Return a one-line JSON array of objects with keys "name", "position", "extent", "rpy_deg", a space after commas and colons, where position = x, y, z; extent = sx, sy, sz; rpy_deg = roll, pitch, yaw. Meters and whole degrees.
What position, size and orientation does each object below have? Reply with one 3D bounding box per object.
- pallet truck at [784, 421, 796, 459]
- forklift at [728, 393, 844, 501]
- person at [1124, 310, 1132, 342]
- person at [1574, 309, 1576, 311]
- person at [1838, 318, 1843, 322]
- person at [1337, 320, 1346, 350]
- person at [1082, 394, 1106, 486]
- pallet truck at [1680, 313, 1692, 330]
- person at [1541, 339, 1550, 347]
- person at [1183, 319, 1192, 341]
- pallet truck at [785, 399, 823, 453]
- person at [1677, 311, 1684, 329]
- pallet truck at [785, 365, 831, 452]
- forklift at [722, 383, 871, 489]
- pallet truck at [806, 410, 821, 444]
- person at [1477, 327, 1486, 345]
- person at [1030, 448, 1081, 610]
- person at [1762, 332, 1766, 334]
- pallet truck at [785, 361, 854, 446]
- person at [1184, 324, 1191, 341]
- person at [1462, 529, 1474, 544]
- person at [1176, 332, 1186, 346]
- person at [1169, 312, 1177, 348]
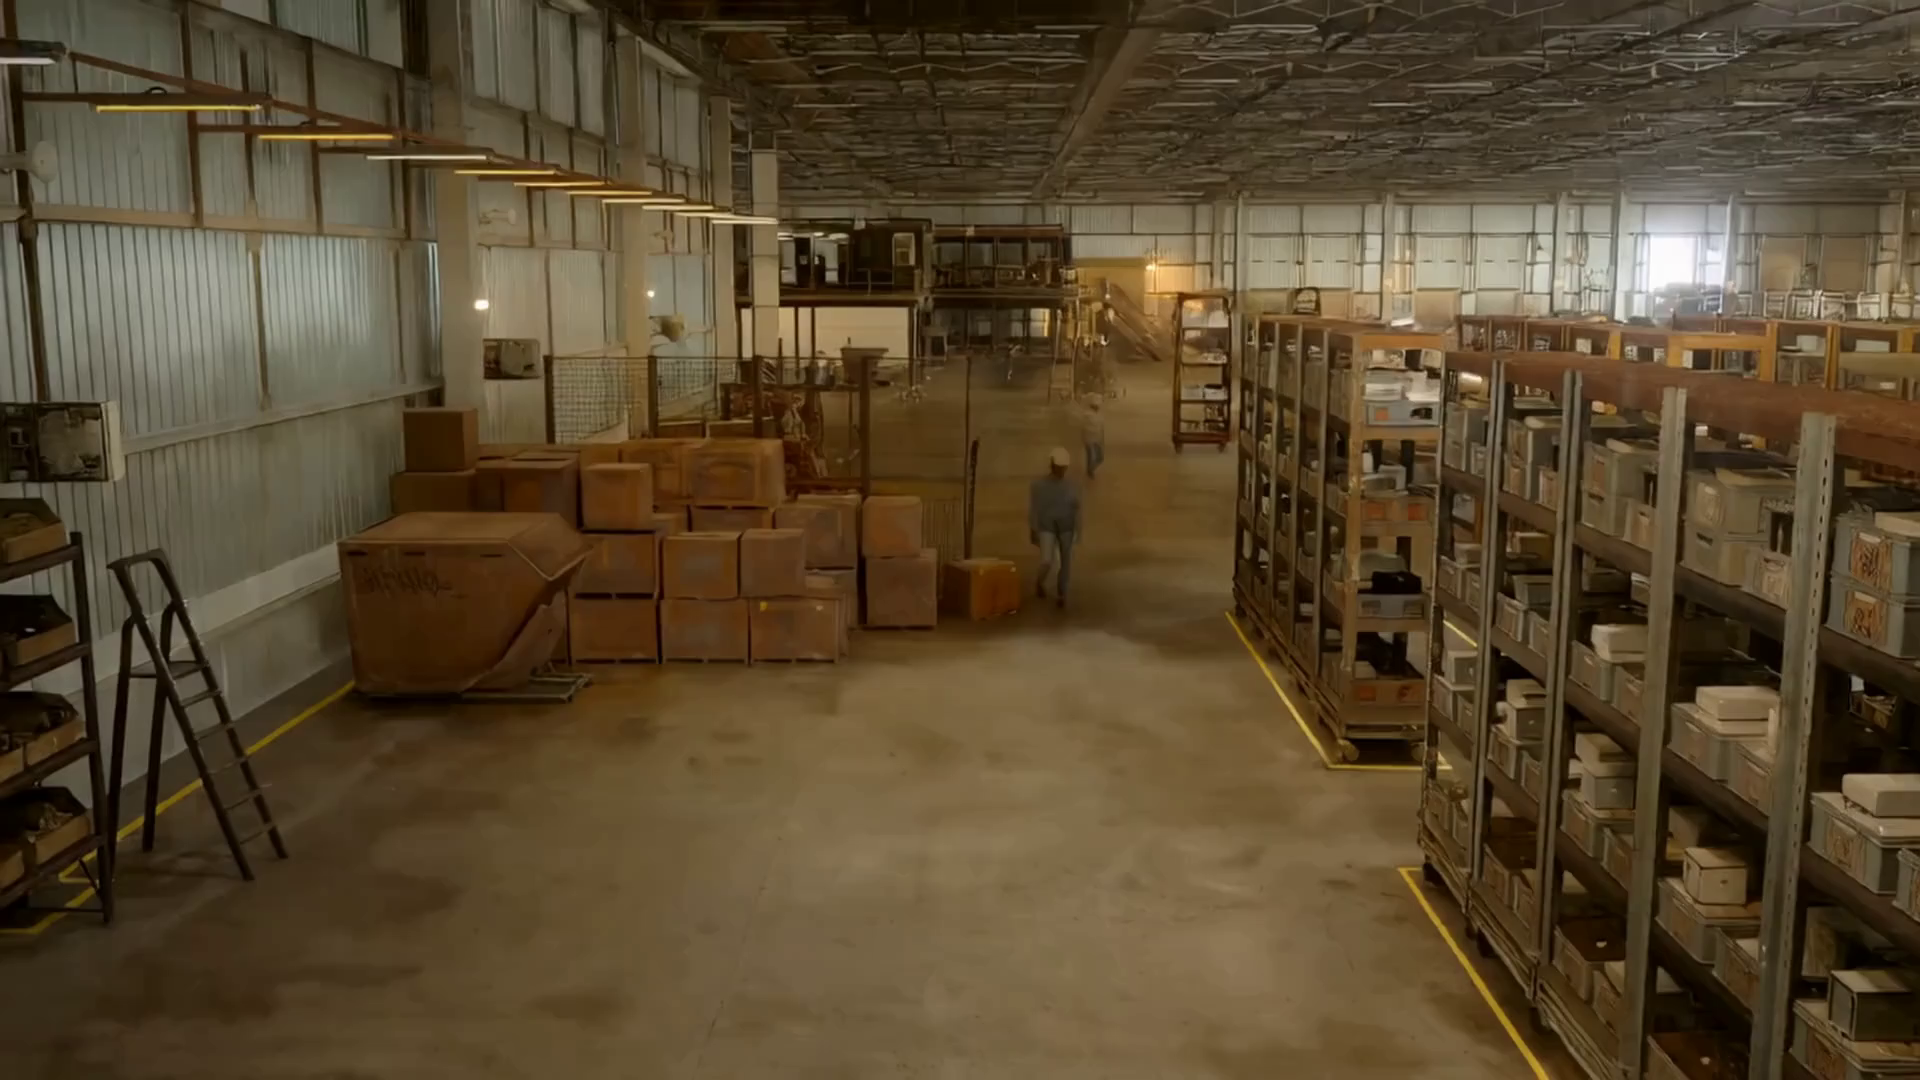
[{"name": "pallet truck", "position": [-4.013, -1.793, 32.705], "extent": [1.601, 1.201, 0.680], "rpy_deg": [0, 9, 1]}, {"name": "forklift", "position": [-2.979, -1.316, 26.476], "extent": [2.680, 1.987, 1.157], "rpy_deg": [0, 9, 1]}, {"name": "person", "position": [9.622, -12.258, 95.296], "extent": [0.512, 1.870, 0.328], "rpy_deg": [-1, 9, -5]}, {"name": "person", "position": [34.263, -11.897, 92.852], "extent": [0.363, 1.935, 0.553], "rpy_deg": [2, 10, 14]}, {"name": "person", "position": [41.307, -9.475, 78.141], "extent": [0.515, 1.866, 0.333], "rpy_deg": [5, 10, 26]}, {"name": "person", "position": [17.787, -9.338, 77.413], "extent": [0.593, 1.836, 0.990], "rpy_deg": [6, 11, 34]}, {"name": "person", "position": [2.547, -1.925, 31.891], "extent": [0.538, 1.754, 0.446], "rpy_deg": [-5, 11, -29]}, {"name": "pallet truck", "position": [36.315, -10.531, 84.244], "extent": [0.823, 1.965, 1.885], "rpy_deg": [-6, 11, -33]}, {"name": "person", "position": [19.899, -5.897, 56.263], "extent": [0.676, 1.799, 0.555], "rpy_deg": [1, 9, 7]}, {"name": "person", "position": [13.186, -12.508, 96.689], "extent": [0.631, 1.901, 0.931], "rpy_deg": [2, 9, 14]}, {"name": "pallet truck", "position": [-3.814, -2.432, 36.419], "extent": [1.630, 1.274, 0.653], "rpy_deg": [0, 9, 1]}, {"name": "person", "position": [38.934, -11.425, 89.969], "extent": [0.593, 1.925, 0.384], "rpy_deg": [-7, 11, -36]}, {"name": "pallet truck", "position": [-3.774, -2.976, 37.635], "extent": [1.885, 1.965, 0.823], "rpy_deg": [1, 9, 5]}, {"name": "forklift", "position": [-2.893, -1.687, 28.729], "extent": [2.680, 1.987, 1.157], "rpy_deg": [0, 9, -1]}, {"name": "pallet truck", "position": [-3.559, -2.018, 33.905], "extent": [1.522, 1.261, 0.704], "rpy_deg": [0, 9, -1]}, {"name": "person", "position": [26.051, -10.239, 82.824], "extent": [0.610, 1.870, 0.461], "rpy_deg": [6, 11, 33]}, {"name": "person", "position": [1.160, -0.148, 20.255], "extent": [0.641, 1.973, 0.544], "rpy_deg": [-2, 9, -10]}, {"name": "person", "position": [31.218, -7.307, 64.527], "extent": [0.857, 1.927, 0.632], "rpy_deg": [2, 9, 10]}, {"name": "pallet truck", "position": [-3.410, -3.193, 38.978], "extent": [1.885, 1.965, 0.823], "rpy_deg": [0, 9, -1]}, {"name": "person", "position": [13.205, -12.461, 96.625], "extent": [0.632, 1.843, 0.429], "rpy_deg": [-7, 11, -35]}, {"name": "person", "position": [6.390, -0.093, 20.364], "extent": [0.443, 1.830, 0.575], "rpy_deg": [0, 9, -2]}, {"name": "person", "position": [10.546, -9.691, 79.564], "extent": [0.533, 1.827, 0.451], "rpy_deg": [2, 9, 9]}, {"name": "person", "position": [11.352, -11.138, 88.231], "extent": [0.386, 1.918, 0.590], "rpy_deg": [-4, 10, -23]}]
